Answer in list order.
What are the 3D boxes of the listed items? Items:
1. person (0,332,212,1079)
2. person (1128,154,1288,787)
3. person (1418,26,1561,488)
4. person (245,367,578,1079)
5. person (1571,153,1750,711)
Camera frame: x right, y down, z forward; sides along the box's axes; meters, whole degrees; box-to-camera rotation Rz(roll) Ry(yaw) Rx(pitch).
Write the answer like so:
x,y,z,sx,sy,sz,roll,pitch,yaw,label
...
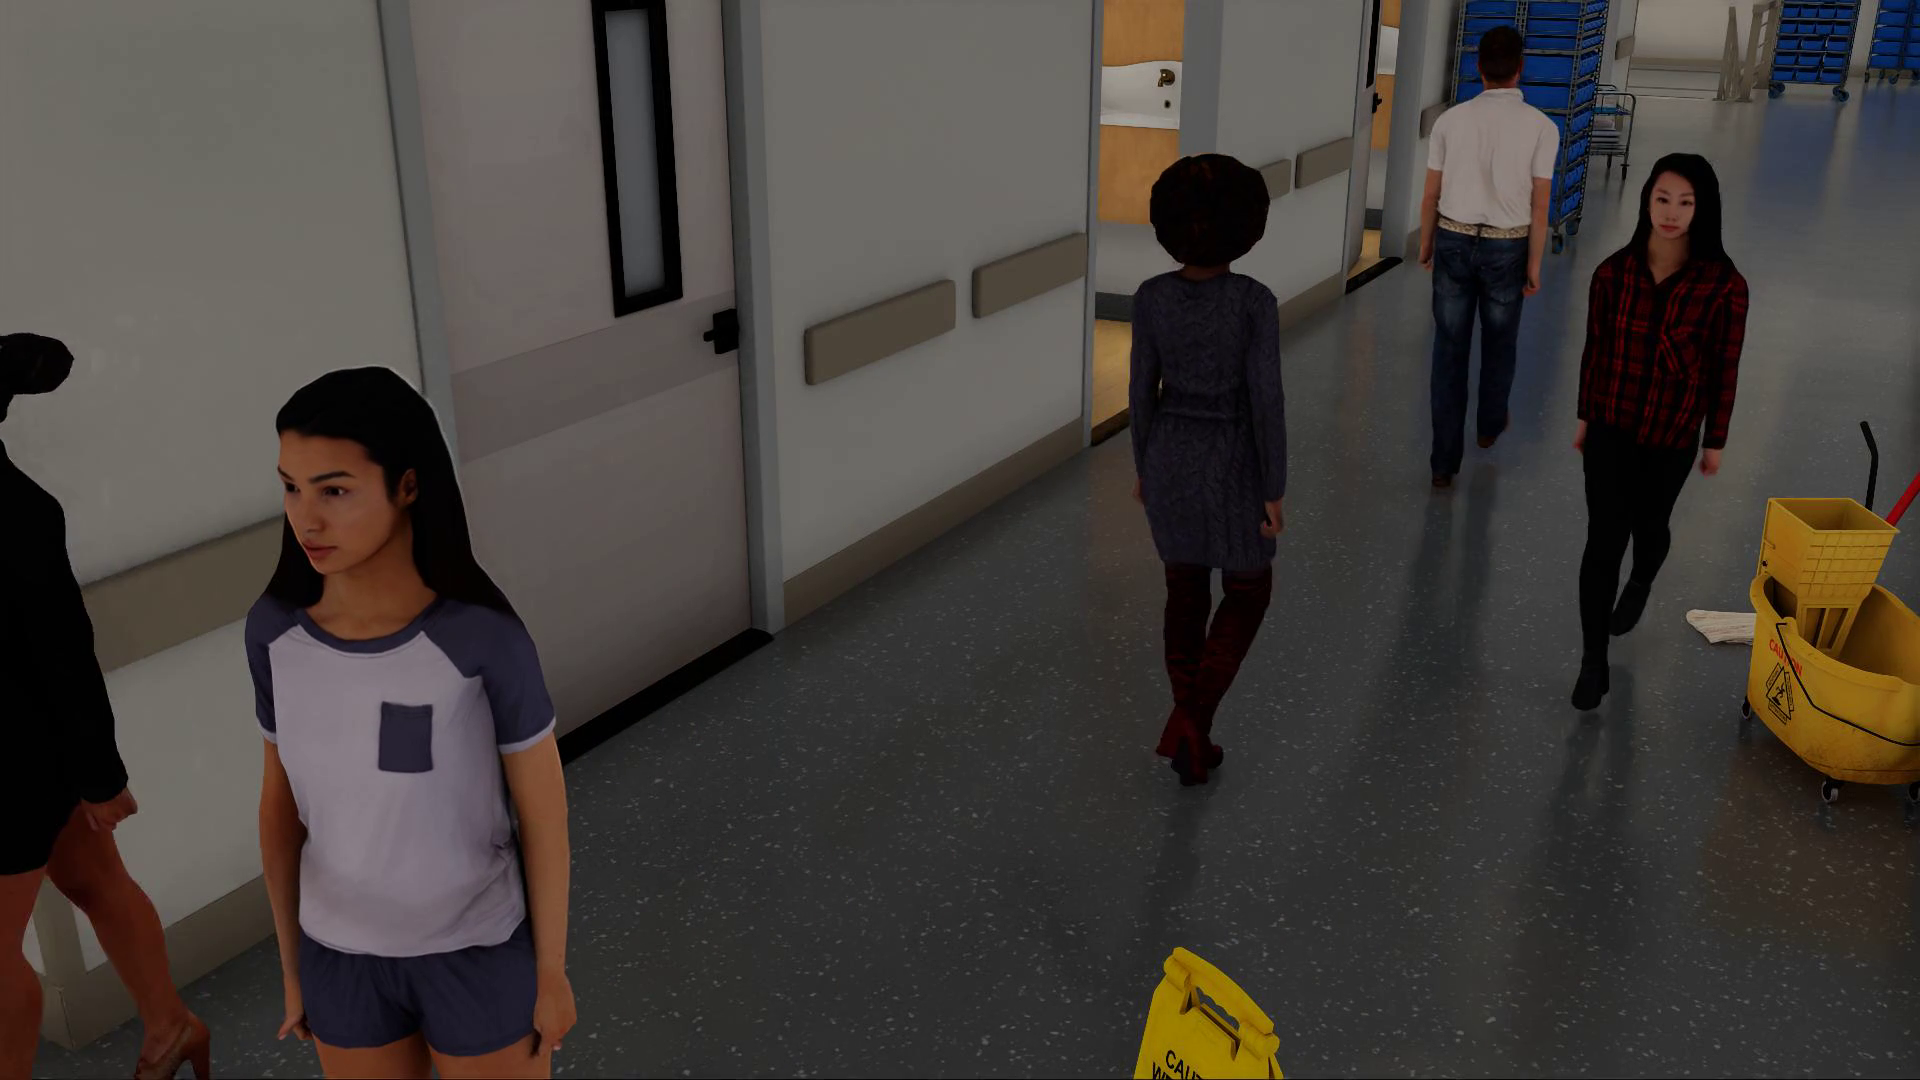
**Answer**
x,y,z,sx,sy,sz,roll,pitch,yaw,label
-1.623,0.397,3.066,0.833,1.624,0.720,-16,26,-36,person
0.593,-0.107,4.297,0.604,1.696,0.722,13,25,31,person
2.095,-1.104,6.765,0.769,1.812,1.164,9,22,22,person
-0.766,0.594,2.391,0.649,1.733,0.617,3,21,8,person
2.079,-0.335,5.026,0.596,1.605,1.051,12,24,29,person
